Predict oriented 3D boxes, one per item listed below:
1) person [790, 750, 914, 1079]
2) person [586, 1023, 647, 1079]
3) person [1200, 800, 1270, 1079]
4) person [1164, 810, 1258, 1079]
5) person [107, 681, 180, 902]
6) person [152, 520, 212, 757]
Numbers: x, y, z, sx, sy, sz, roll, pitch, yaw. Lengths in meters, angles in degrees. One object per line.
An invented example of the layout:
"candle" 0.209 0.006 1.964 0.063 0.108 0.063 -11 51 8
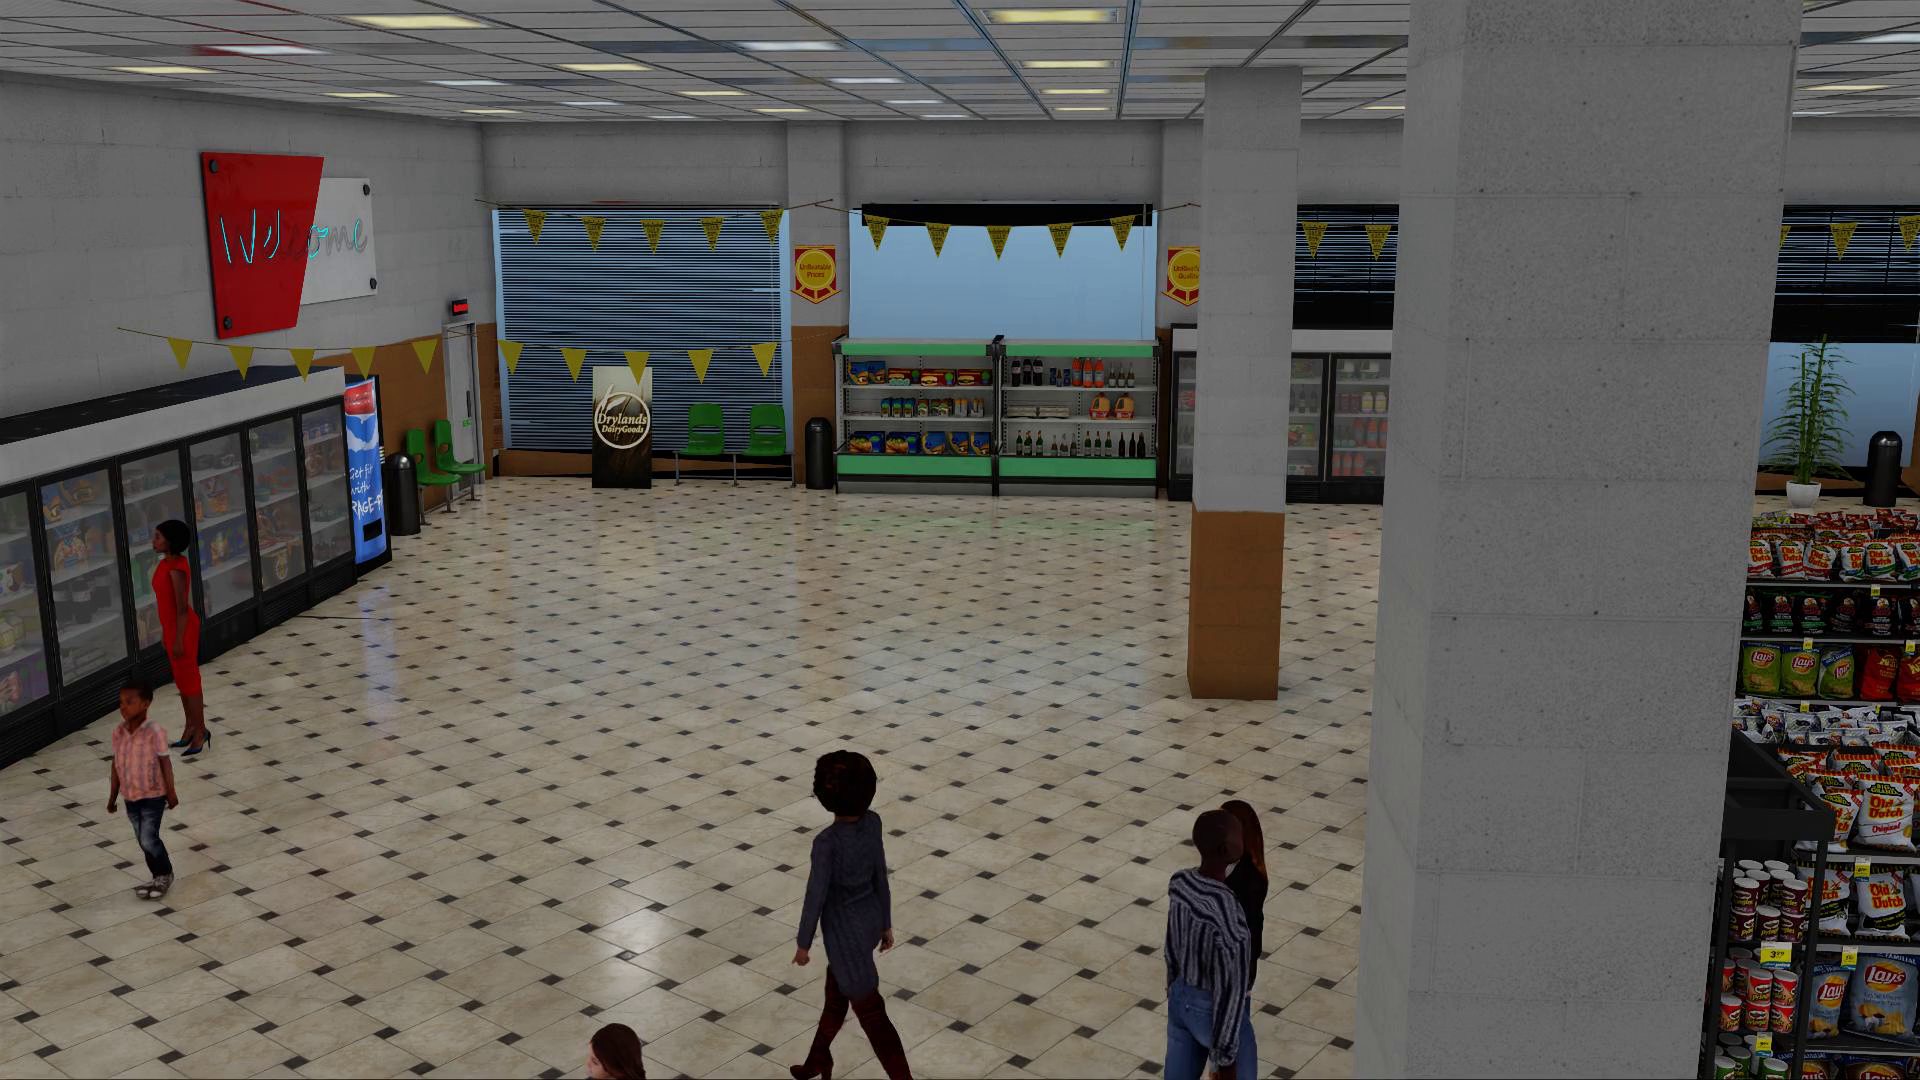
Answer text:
"person" -0.400 1.785 7.262 1.165 1.666 0.949 8 14 33
"person" -1.266 2.298 6.183 0.508 1.108 0.596 9 15 36
"person" 1.194 1.853 7.383 0.655 1.484 0.638 -5 13 -24
"person" 0.871 1.915 6.407 1.207 1.763 1.022 -6 13 -27
"person" -4.736 1.447 9.756 0.467 1.299 0.597 3 12 15
"person" -5.719 0.704 12.208 0.689 1.743 0.641 -9 15 -36
